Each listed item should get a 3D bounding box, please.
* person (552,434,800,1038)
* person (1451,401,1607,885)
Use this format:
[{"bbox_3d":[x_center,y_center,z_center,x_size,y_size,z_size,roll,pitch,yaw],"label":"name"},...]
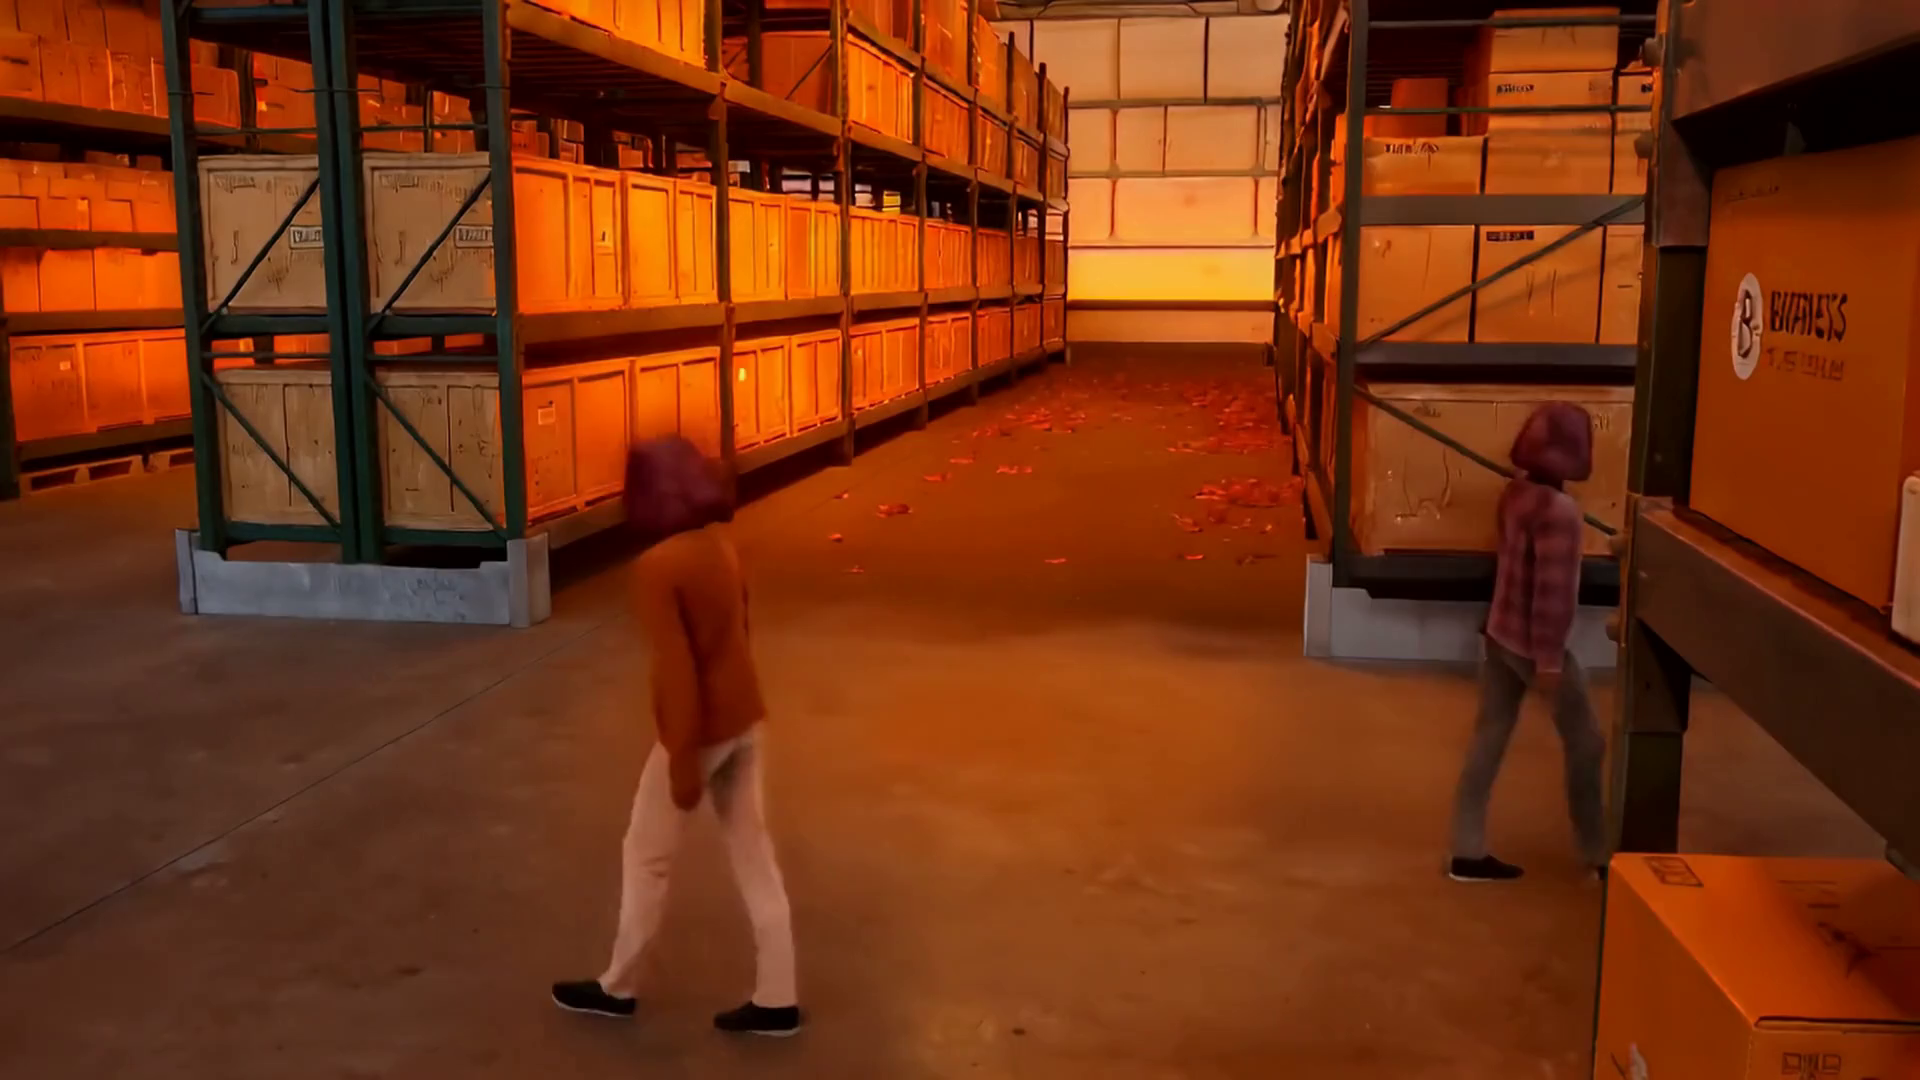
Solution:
[{"bbox_3d":[-0.760,0.526,4.384,0.787,1.593,0.530,3,10,20],"label":"person"},{"bbox_3d":[1.989,0.350,5.437,0.775,1.597,0.527,-1,9,-5],"label":"person"}]
